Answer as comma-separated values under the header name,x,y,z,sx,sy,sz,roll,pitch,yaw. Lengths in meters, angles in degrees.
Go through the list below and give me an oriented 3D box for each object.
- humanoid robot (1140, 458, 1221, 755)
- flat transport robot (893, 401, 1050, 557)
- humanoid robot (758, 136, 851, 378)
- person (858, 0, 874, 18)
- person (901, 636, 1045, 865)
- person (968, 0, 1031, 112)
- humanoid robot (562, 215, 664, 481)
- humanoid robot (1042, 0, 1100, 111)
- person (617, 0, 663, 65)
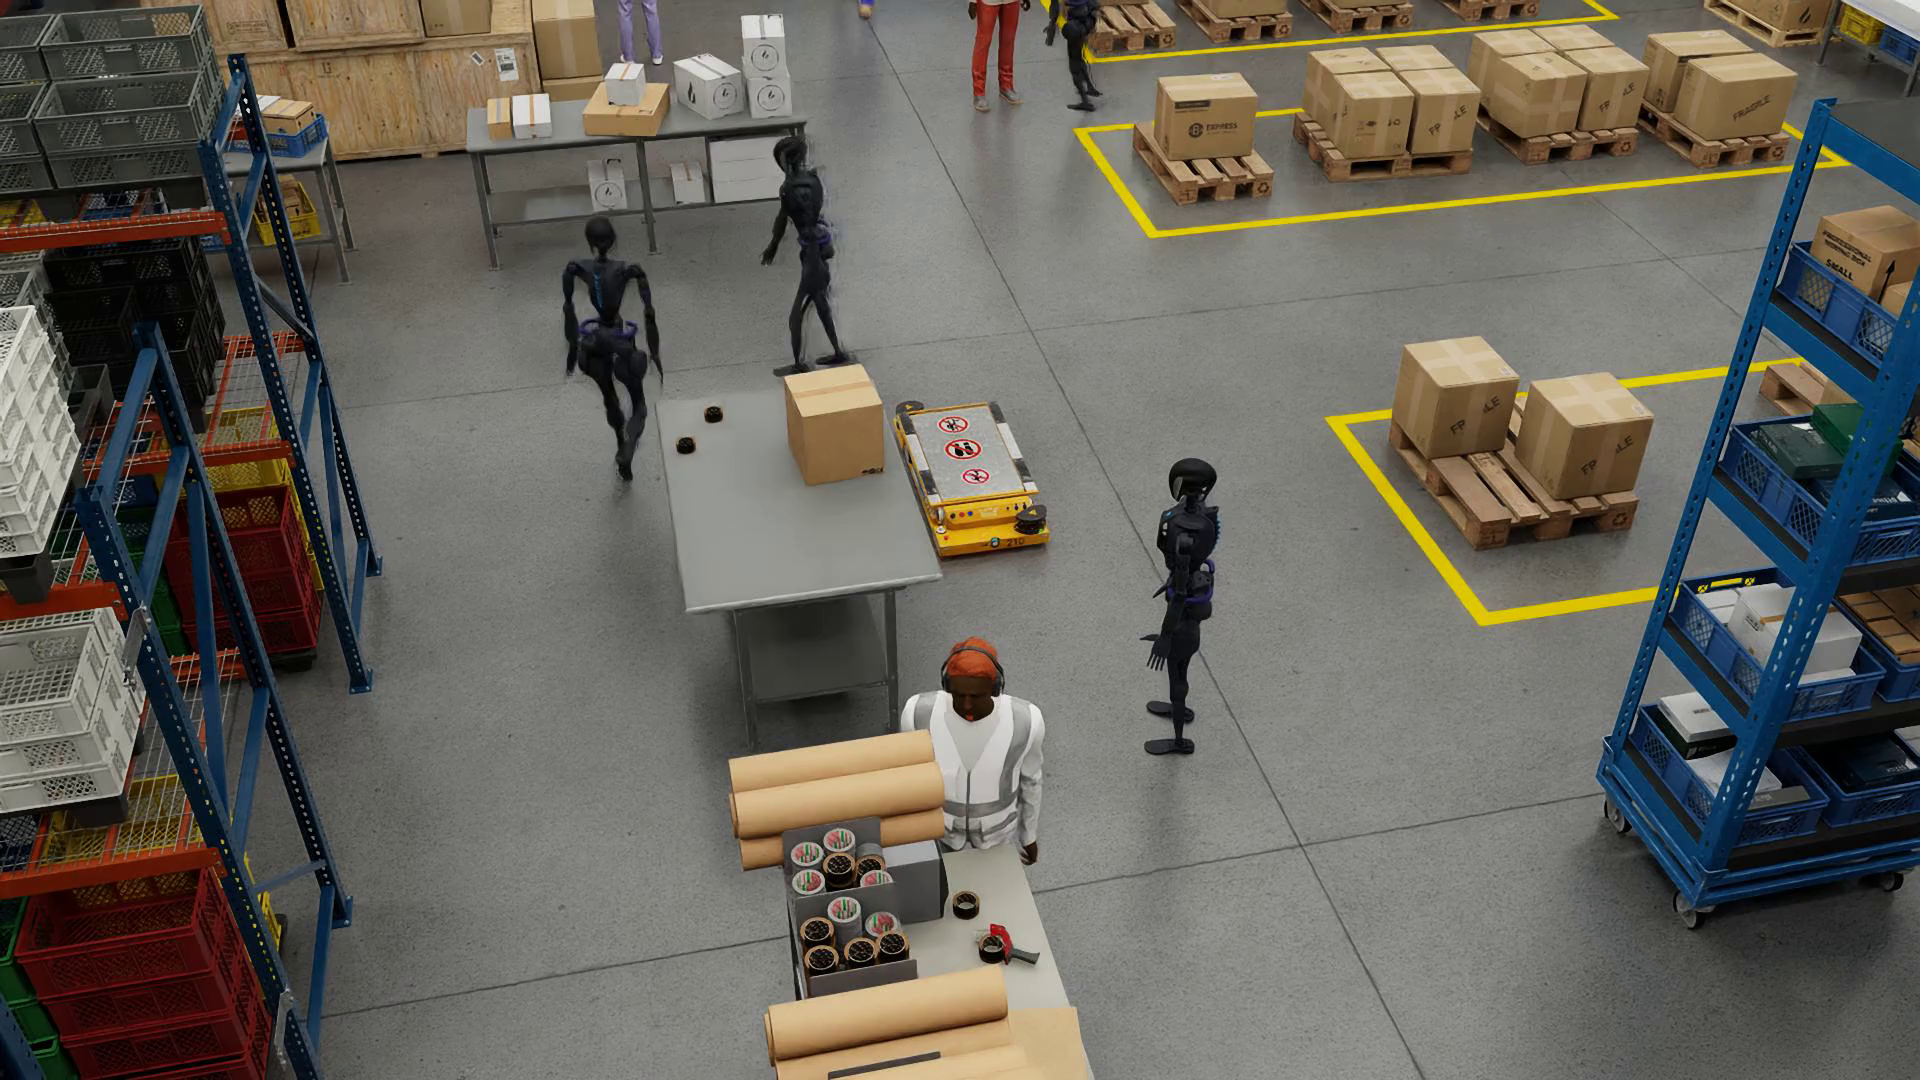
name,x,y,z,sx,sy,sz,roll,pitch,yaw
humanoid robot,1.039,0.310,7.946,0.327,1.657,0.589,6,37,7
flat transport robot,0.046,-0.430,10.108,0.652,0.197,1.431,-8,37,-10
humanoid robot,-1.036,-1.846,10.863,0.632,1.635,0.574,-6,37,-8
person,-1.092,-6.342,16.595,0.723,2.000,1.025,-4,37,-5
person,0.037,1.145,6.663,0.572,1.883,0.354,2,37,3
person,0.345,-4.745,14.488,0.621,1.989,0.397,-17,40,-22
humanoid robot,-2.084,-1.107,9.876,0.618,1.647,0.541,6,37,7
humanoid robot,1.014,-4.585,14.548,0.480,1.633,0.600,19,41,23
person,-3.026,-5.341,15.353,0.583,1.920,0.394,-10,38,-13
